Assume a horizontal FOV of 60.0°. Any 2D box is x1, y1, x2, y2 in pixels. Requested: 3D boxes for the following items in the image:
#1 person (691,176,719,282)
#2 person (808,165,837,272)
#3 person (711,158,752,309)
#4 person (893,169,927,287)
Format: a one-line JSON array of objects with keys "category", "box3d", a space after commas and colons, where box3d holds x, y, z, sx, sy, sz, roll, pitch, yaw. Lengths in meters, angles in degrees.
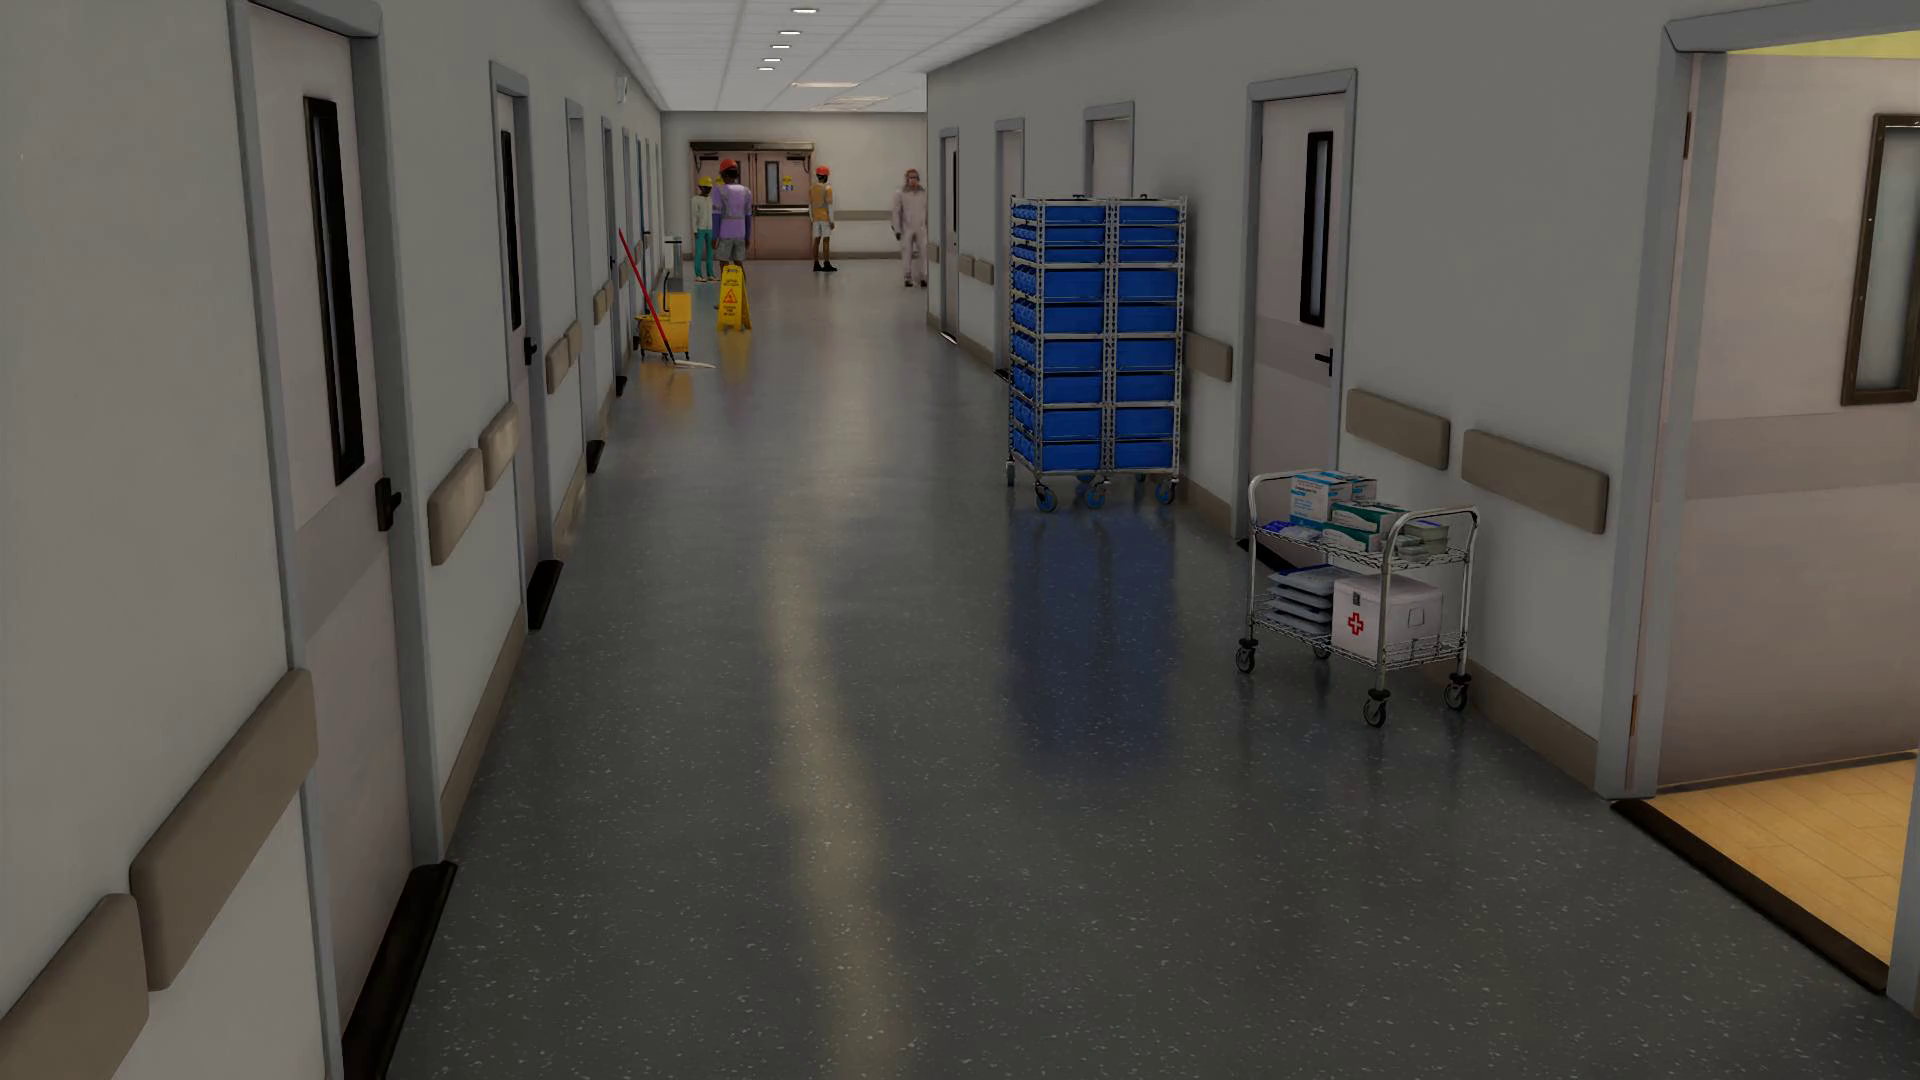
[{"category": "person", "box3d": [-4.285, -5.238, 28.052, 0.518, 1.757, 0.337, -11, 17, -41]}, {"category": "person", "box3d": [-2.527, -5.927, 30.717, 0.552, 1.934, 0.372, 9, 16, 36]}, {"category": "person", "box3d": [-3.121, -4.150, 22.620, 0.615, 2.028, 0.409, -11, 17, -41]}, {"category": "person", "box3d": [-0.718, -4.974, 26.609, 0.662, 1.871, 0.844, -4, 13, -17]}]
